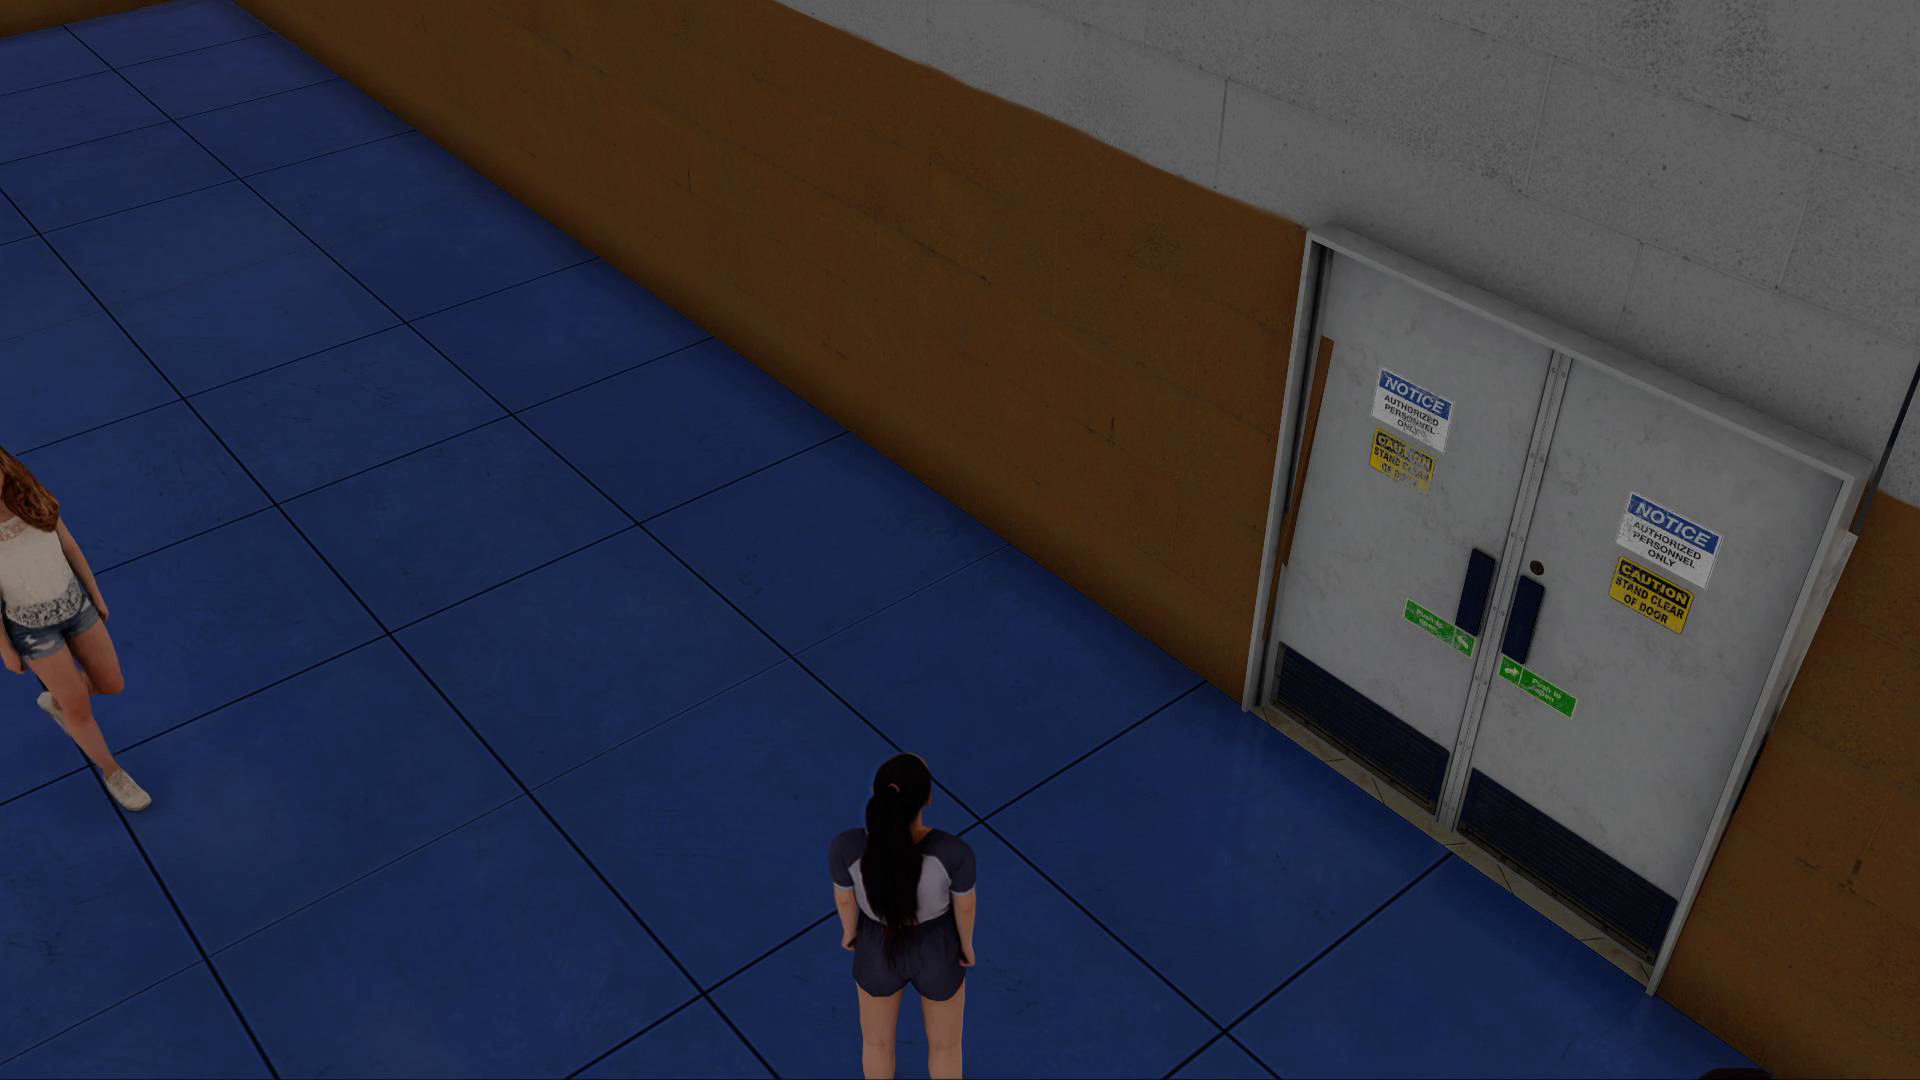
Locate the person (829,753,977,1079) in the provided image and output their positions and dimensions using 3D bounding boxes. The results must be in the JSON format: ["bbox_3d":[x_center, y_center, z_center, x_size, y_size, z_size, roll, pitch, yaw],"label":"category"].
[{"bbox_3d":[-0.158,1.286,5.185,0.663,1.651,0.725,3,37,4],"label":"person"}]

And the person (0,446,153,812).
[{"bbox_3d":[-3.559,0.299,6.421,0.803,1.744,0.880,21,42,26],"label":"person"}]
